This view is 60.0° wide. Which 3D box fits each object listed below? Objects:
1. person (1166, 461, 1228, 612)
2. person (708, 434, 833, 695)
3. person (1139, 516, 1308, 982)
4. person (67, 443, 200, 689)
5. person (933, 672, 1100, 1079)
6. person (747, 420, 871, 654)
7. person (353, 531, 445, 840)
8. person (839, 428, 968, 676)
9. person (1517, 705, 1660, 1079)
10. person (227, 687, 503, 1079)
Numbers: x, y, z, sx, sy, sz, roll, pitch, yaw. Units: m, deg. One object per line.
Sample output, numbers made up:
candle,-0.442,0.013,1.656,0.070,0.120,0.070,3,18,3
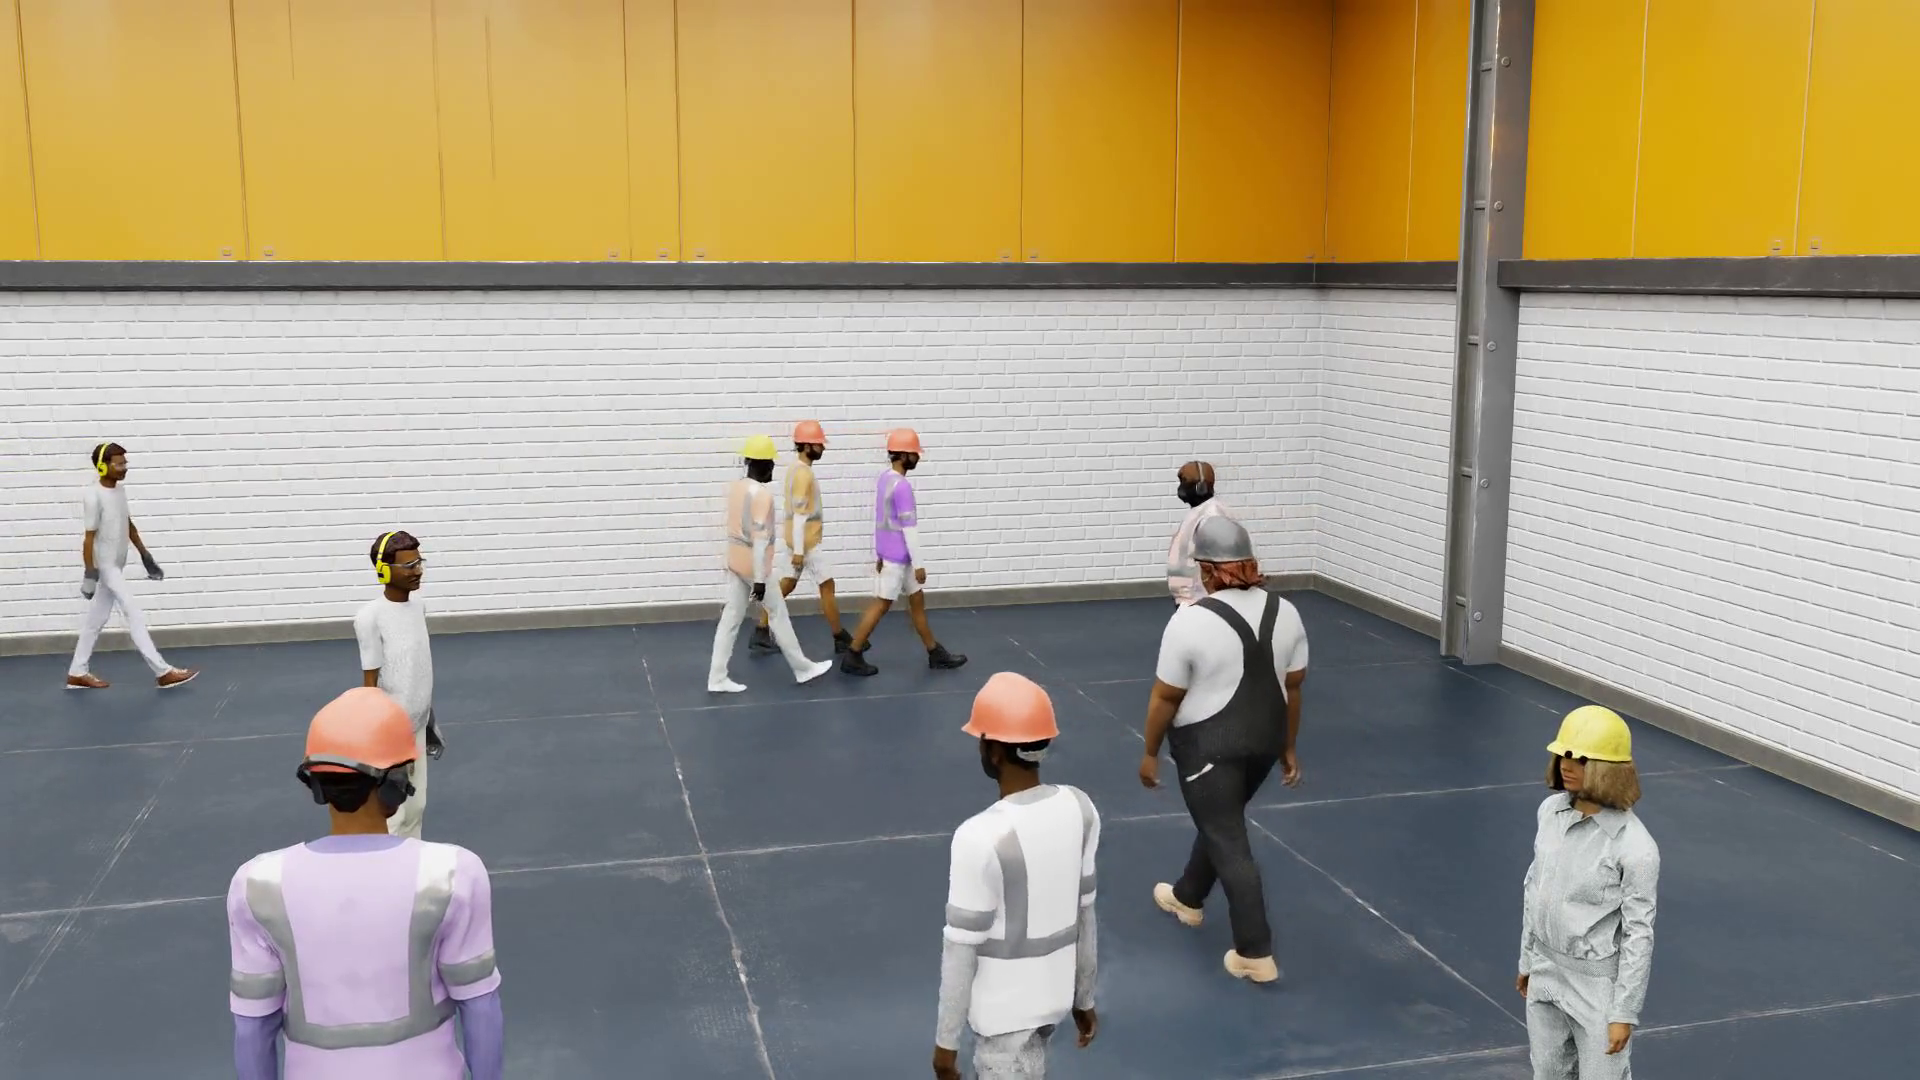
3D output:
person,1.548,0.390,10.879,0.450,1.830,0.628,1,9,4
person,-1.431,0.172,12.047,0.974,1.871,0.613,-6,11,-32
person,1.140,0.846,7.339,0.697,2.000,1.044,-5,10,-29
person,-6.102,0.199,12.090,0.962,1.818,0.501,-2,9,-10
person,0.211,1.326,4.799,0.962,1.903,0.555,8,12,42
person,-1.247,-0.013,13.188,0.983,1.892,0.560,-2,9,-12
person,-2.550,0.881,7.656,0.329,1.872,0.510,2,9,11
person,-0.462,0.096,12.526,1.011,1.886,0.566,-2,9,-13
person,1.883,1.355,5.083,0.289,1.746,0.487,-4,10,-22
person,-1.432,1.366,4.093,0.616,2.040,0.381,-2,9,-9
